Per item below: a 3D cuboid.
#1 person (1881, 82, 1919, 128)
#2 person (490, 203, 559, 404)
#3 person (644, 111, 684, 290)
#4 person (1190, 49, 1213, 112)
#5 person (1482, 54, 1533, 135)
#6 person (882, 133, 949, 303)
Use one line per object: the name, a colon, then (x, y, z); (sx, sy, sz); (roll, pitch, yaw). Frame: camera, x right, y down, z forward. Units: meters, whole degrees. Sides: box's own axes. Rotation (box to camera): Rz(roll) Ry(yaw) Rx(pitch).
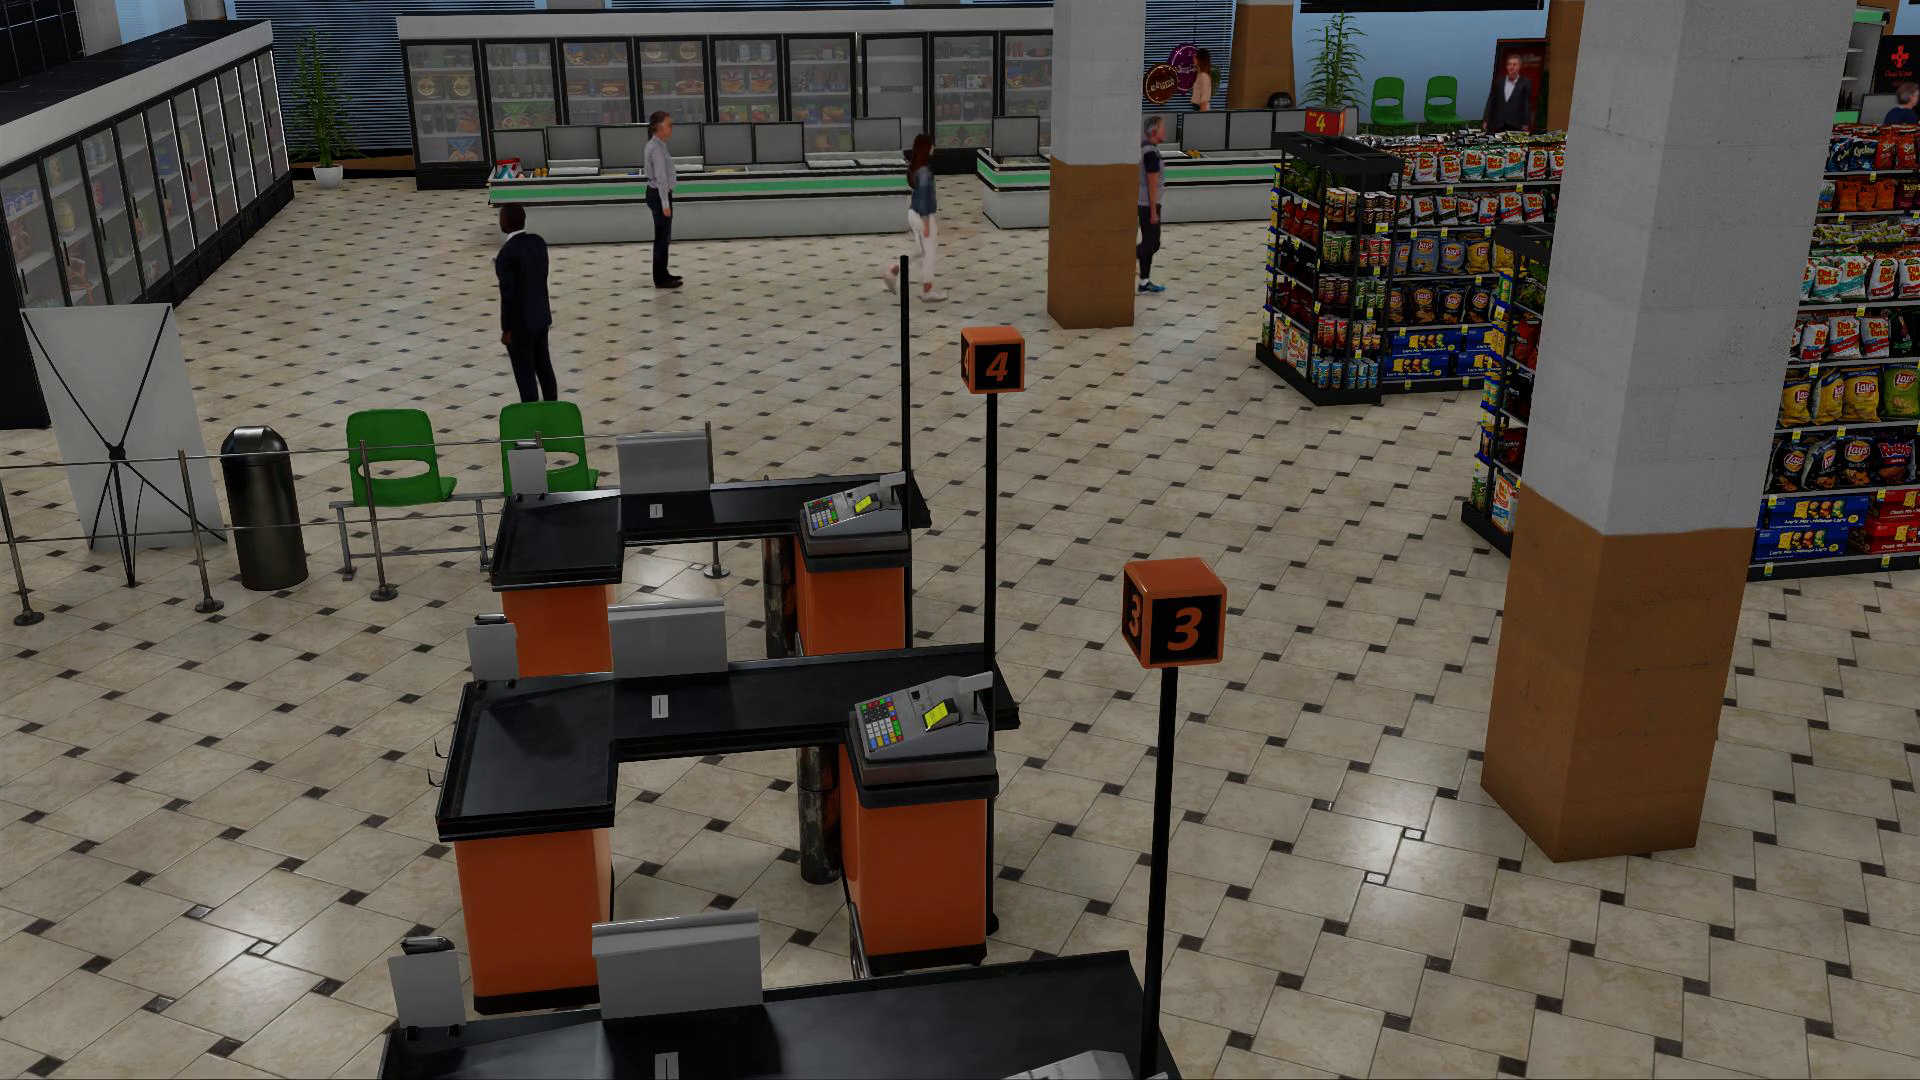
person: (10.752, -4.307, 19.143); (0.547, 1.871, 0.672); (-2, 22, -5)
person: (-3.275, -1.636, 12.559); (0.795, 1.824, 0.786); (9, 24, 22)
person: (-3.125, -3.547, 17.325); (0.582, 1.818, 0.660); (-6, 23, -14)
person: (3.424, -6.021, 23.515); (0.606, 1.792, 0.639); (2, 22, 4)
person: (7.463, -5.653, 22.599); (1.219, 1.793, 1.293); (16, 27, 34)
person: (-0.466, -3.194, 16.629); (0.910, 1.680, 0.666); (-6, 23, -14)
